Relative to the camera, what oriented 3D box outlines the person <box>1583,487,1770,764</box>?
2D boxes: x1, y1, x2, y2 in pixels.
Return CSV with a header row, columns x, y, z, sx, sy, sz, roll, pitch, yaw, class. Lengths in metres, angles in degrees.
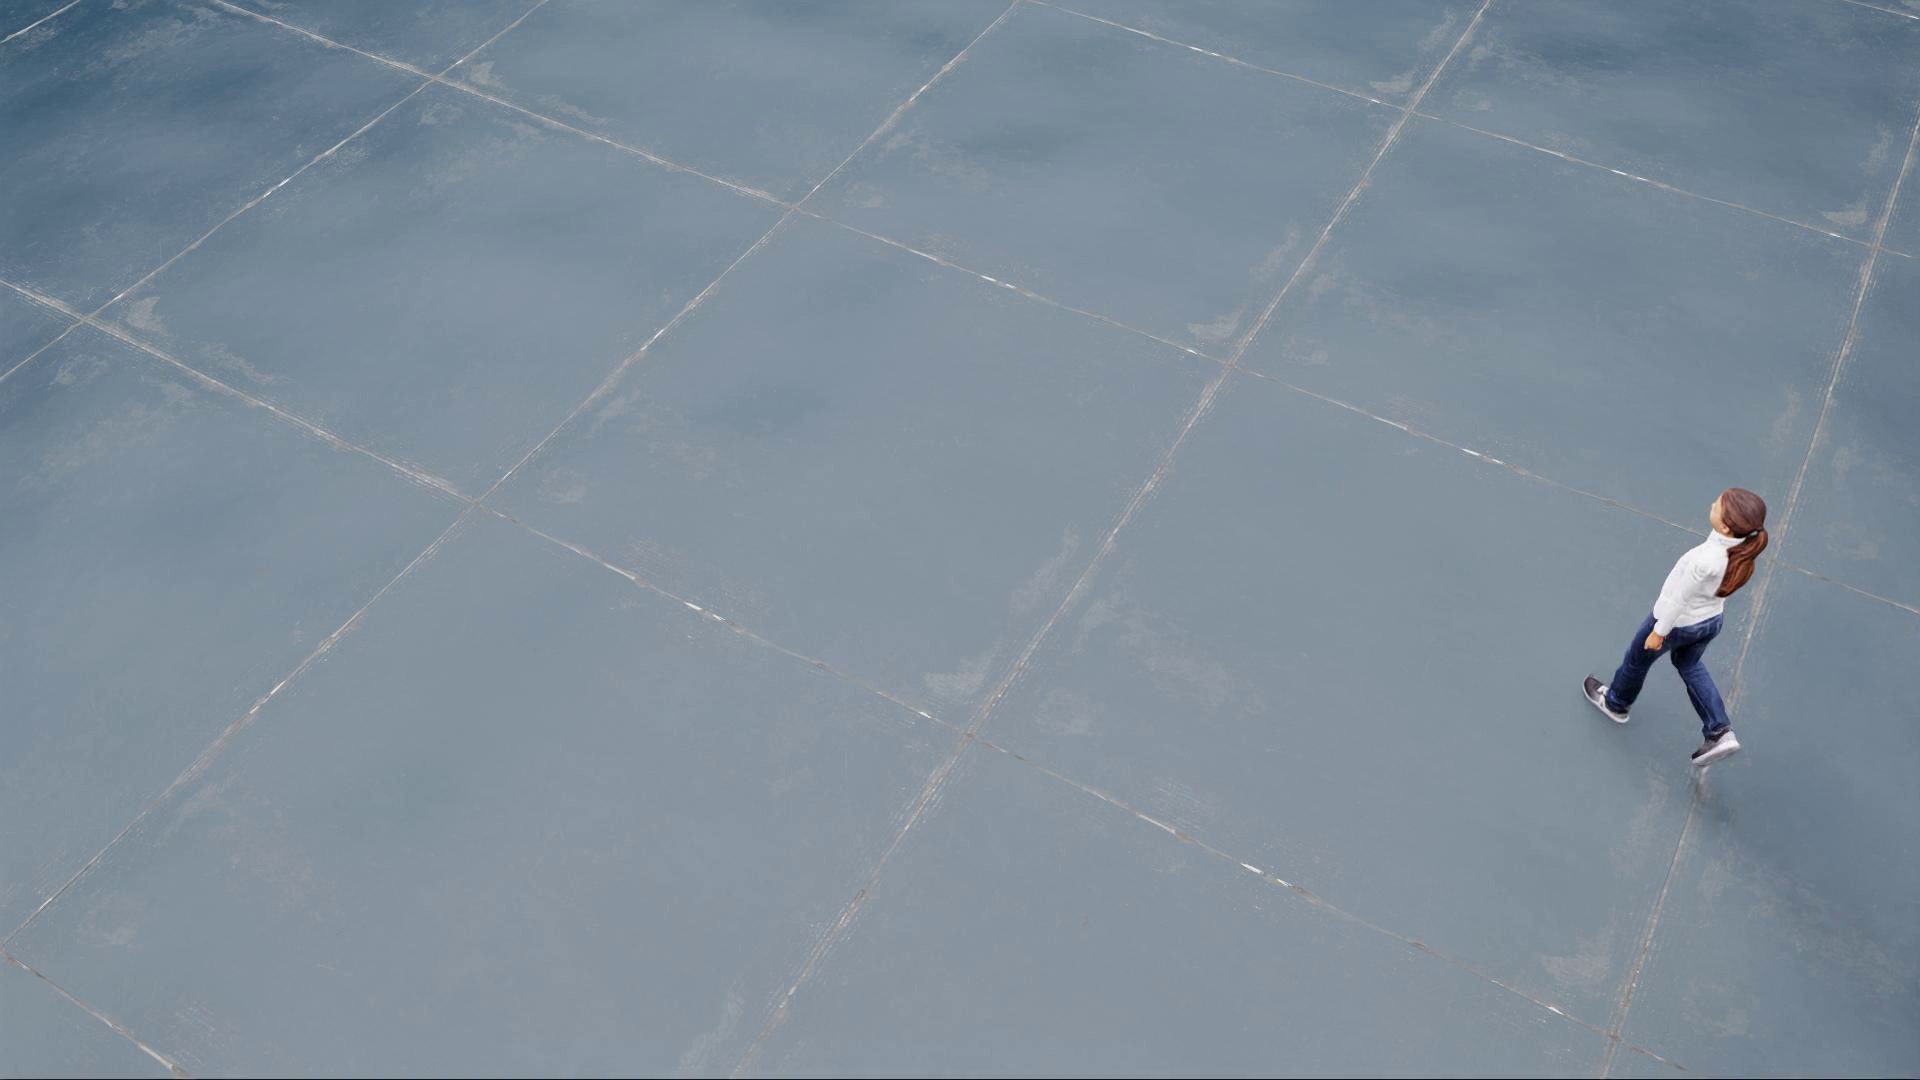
x,y,z,sx,sy,sz,roll,pitch,yaw,class
3.182,0.396,7.153,0.821,1.540,1.010,-23,51,-20,person
